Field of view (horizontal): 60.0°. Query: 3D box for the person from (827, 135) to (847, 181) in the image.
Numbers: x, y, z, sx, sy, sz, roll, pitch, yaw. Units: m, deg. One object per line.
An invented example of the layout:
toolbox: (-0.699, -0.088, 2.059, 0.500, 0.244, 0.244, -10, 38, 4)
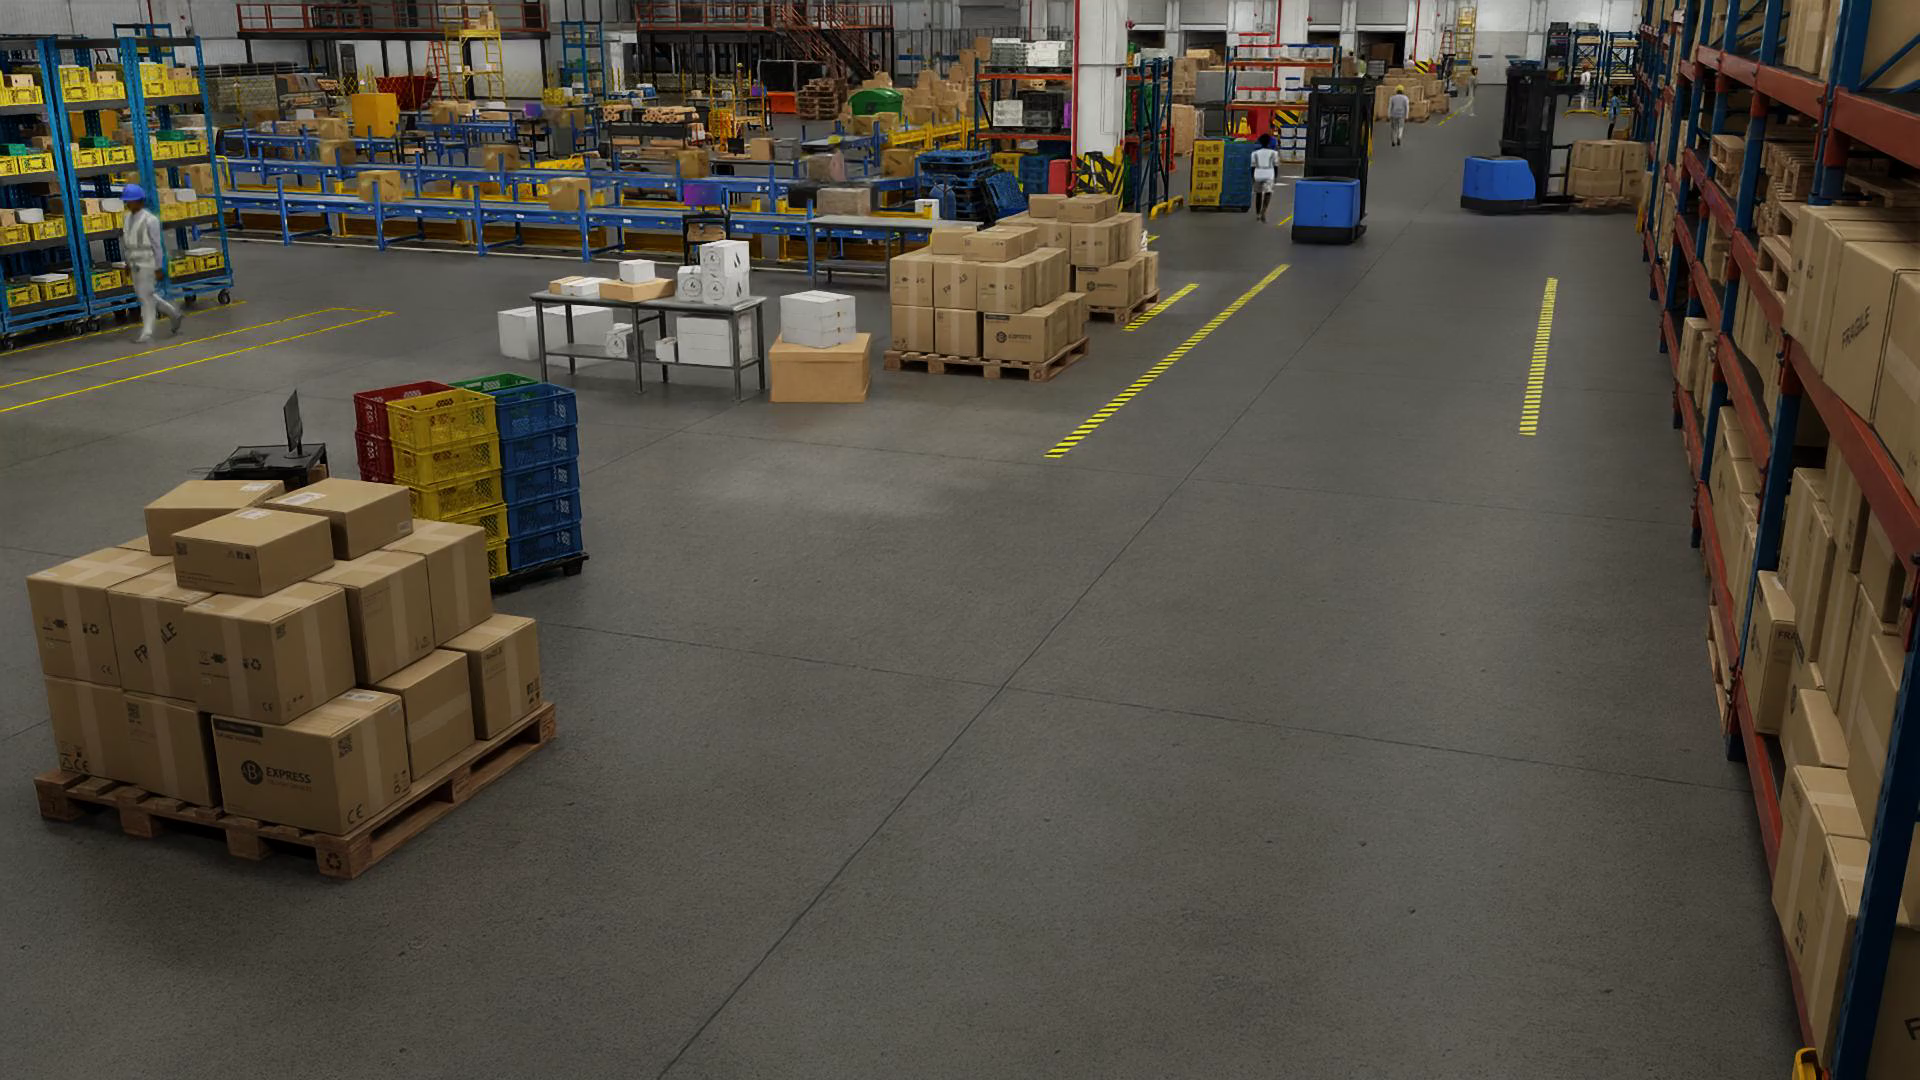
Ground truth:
person: (-2.277, -6.539, 30.519, 0.407, 1.749, 0.554, 2, 18, 6)

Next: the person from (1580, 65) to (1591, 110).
person: (24.831, -17.934, 66.146, 0.574, 1.876, 0.356, -16, 23, -40)

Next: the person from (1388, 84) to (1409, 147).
person: (13.111, -12.711, 49.814, 0.601, 1.814, 0.430, 4, 18, 14)

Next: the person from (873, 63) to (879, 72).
person: (-3.419, -18.507, 67.947, 0.324, 1.871, 0.526, 2, 18, 7)

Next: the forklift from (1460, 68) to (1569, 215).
forklift: (11.197, -8.001, 33.294, 1.873, 2.768, 1.129, -6, 19, -18)

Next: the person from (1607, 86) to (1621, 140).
person: (20.133, -13.081, 51.181, 0.319, 1.696, 0.532, 6, 18, 17)

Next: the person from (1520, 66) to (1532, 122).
person: (20.637, -16.282, 60.676, 0.692, 2.000, 1.008, 8, 19, 23)

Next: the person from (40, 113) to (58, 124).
person: (-22.421, -10.096, 41.237, 0.382, 2.041, 0.616, 5, 18, 15)

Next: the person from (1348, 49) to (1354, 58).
person: (21.531, -26.057, 91.651, 0.976, 1.871, 0.615, 2, 18, 7)

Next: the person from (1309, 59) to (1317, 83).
person: (19.783, -26.604, 93.241, 0.780, 1.974, 0.432, -14, 22, -36)

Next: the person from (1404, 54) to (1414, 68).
person: (21.510, -22.275, 79.677, 0.375, 1.938, 0.627, -9, 20, -26)

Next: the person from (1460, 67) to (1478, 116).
person: (19.687, -17.282, 64.144, 0.725, 1.851, 0.517, -4, 18, -14)

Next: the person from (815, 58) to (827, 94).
person: (-6.160, -20.525, 74.166, 0.612, 1.942, 0.776, -8, 19, -23)

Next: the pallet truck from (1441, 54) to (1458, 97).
pallet truck: (22.765, -21.886, 78.355, 0.823, 1.965, 1.885, -4, 18, -14)

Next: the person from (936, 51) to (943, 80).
person: (-1.105, -24.744, 87.535, 0.487, 1.866, 0.572, -3, 18, -9)

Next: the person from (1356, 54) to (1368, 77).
person: (20.340, -23.545, 83.851, 0.661, 1.818, 0.727, -12, 22, -34)

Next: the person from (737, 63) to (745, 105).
person: (-9.513, -19.762, 72.058, 0.311, 1.769, 0.522, -6, 19, -19)

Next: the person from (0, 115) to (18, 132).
person: (-27.825, -12.335, 48.494, 0.642, 1.909, 0.408, -4, 18, -14)

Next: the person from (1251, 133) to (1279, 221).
person: (5.843, -6.977, 32.024, 0.523, 1.679, 0.715, 6, 19, 18)

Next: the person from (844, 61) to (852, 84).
person: (-5.073, -20.394, 73.991, 0.961, 1.795, 0.517, -2, 18, -7)

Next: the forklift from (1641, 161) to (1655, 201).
forklift: (14.317, -7.627, 32.120, 1.873, 2.768, 1.129, 6, 19, 18)

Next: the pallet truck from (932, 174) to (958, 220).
pallet truck: (-0.507, -5.292, 27.348, 0.653, 1.274, 1.630, 6, 19, 19)

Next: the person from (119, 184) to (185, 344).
person: (-9.950, -3.401, 20.385, 0.620, 1.932, 0.728, 12, 21, 32)

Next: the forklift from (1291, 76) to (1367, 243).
forklift: (6.598, -6.755, 29.381, 1.129, 2.768, 1.873, 6, 19, 19)

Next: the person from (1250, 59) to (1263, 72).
person: (13.773, -21.498, 77.420, 0.629, 1.831, 0.610, -5, 18, -17)

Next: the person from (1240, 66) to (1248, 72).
person: (11.513, -18.433, 67.662, 0.395, 1.911, 0.588, -12, 21, -34)
